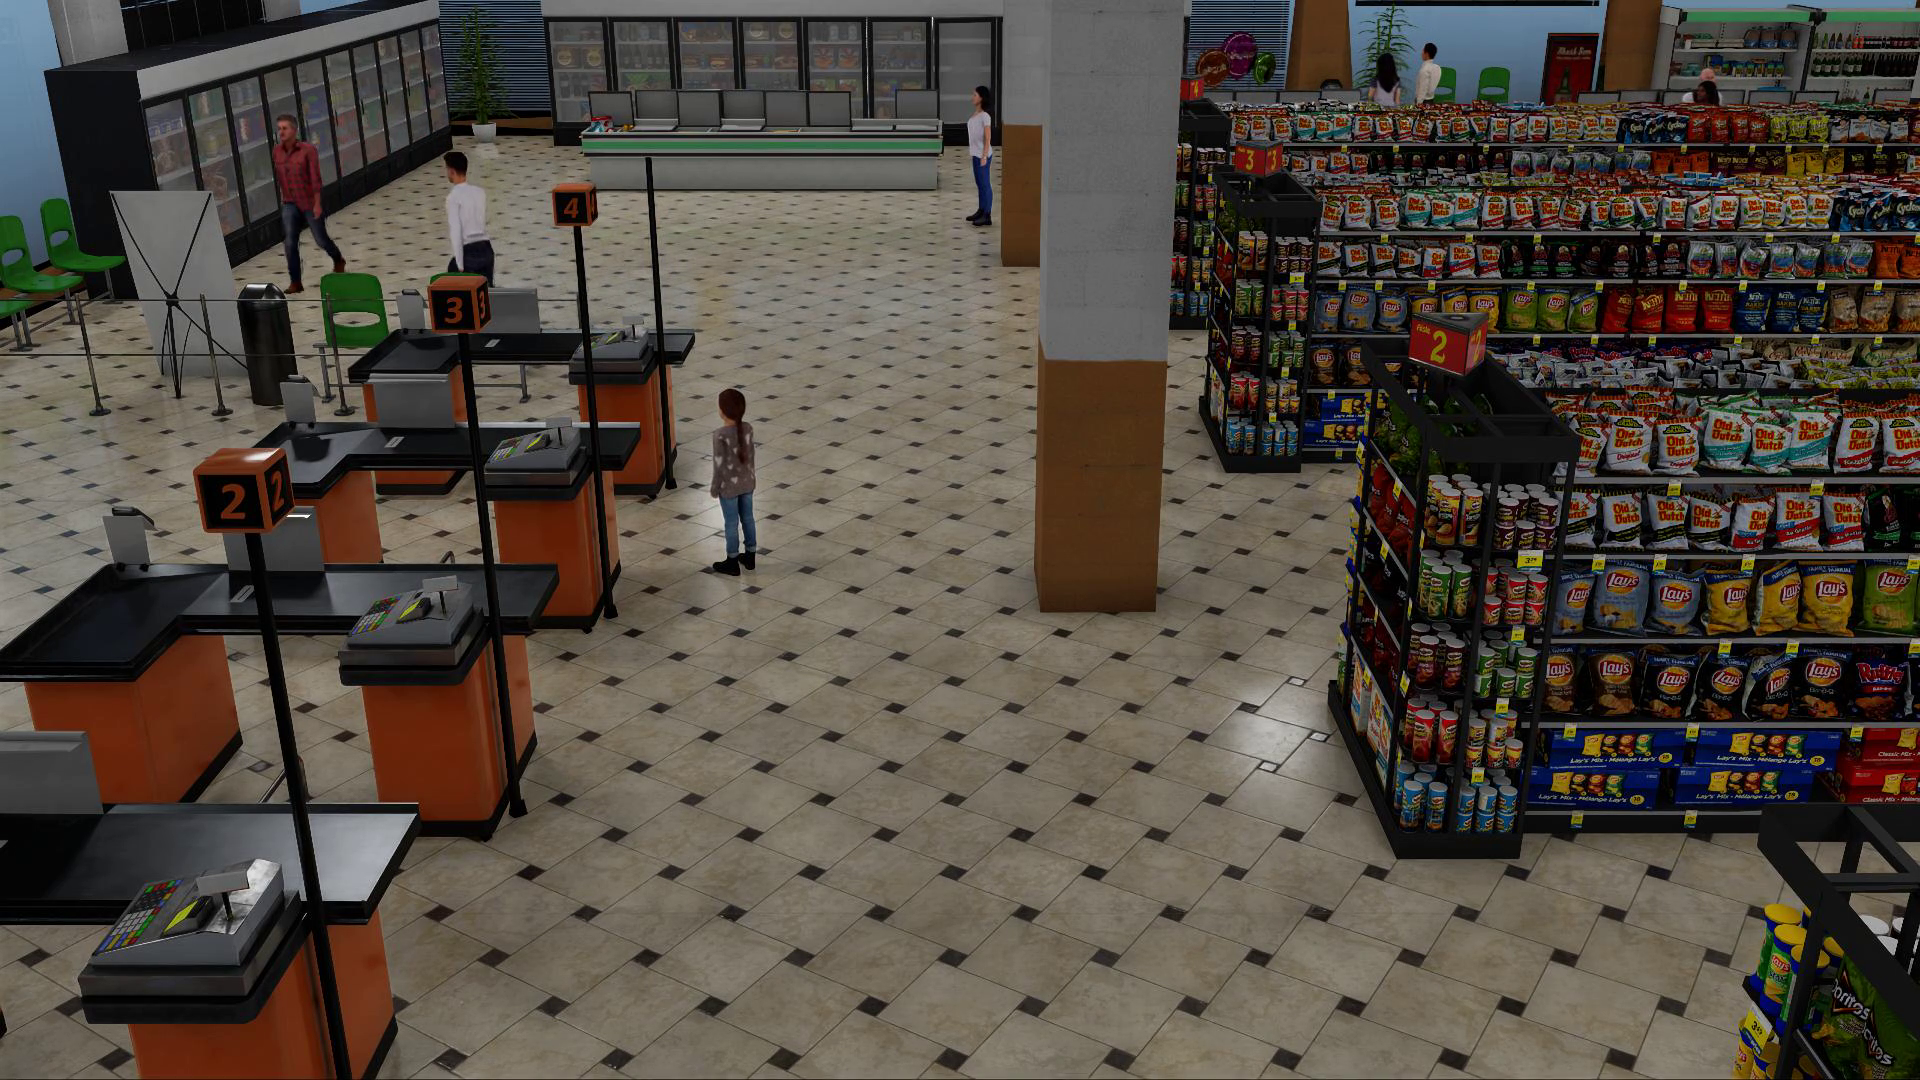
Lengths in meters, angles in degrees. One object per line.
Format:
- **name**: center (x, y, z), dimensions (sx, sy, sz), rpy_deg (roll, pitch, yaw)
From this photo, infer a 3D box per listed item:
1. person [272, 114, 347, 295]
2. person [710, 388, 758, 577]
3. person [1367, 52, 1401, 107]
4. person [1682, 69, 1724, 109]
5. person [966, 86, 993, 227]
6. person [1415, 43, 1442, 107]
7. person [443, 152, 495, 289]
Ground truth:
- **person**: center (-6.811, -3.510, 17.369), dimensions (1.150, 1.794, 0.838), rpy_deg (2, 22, 6)
- **person**: center (-1.398, -0.364, 10.345), dimensions (0.612, 1.194, 0.555), rpy_deg (20, 29, 40)
- **person**: center (6.170, -6.186, 24.220), dimensions (1.107, 1.651, 0.834), rpy_deg (-5, 22, -11)
- **person**: center (9.442, -5.109, 21.320), dimensions (0.599, 1.815, 0.797), rpy_deg (-5, 22, -11)
- **person**: center (0.270, -4.739, 20.575), dimensions (0.607, 1.685, 0.654), rpy_deg (-6, 23, -14)
- **person**: center (6.847, -6.383, 24.496), dimensions (0.760, 1.811, 0.744), rpy_deg (14, 26, 32)
- **person**: center (-4.260, -2.489, 14.756), dimensions (0.898, 1.847, 0.822), rpy_deg (16, 27, 34)
